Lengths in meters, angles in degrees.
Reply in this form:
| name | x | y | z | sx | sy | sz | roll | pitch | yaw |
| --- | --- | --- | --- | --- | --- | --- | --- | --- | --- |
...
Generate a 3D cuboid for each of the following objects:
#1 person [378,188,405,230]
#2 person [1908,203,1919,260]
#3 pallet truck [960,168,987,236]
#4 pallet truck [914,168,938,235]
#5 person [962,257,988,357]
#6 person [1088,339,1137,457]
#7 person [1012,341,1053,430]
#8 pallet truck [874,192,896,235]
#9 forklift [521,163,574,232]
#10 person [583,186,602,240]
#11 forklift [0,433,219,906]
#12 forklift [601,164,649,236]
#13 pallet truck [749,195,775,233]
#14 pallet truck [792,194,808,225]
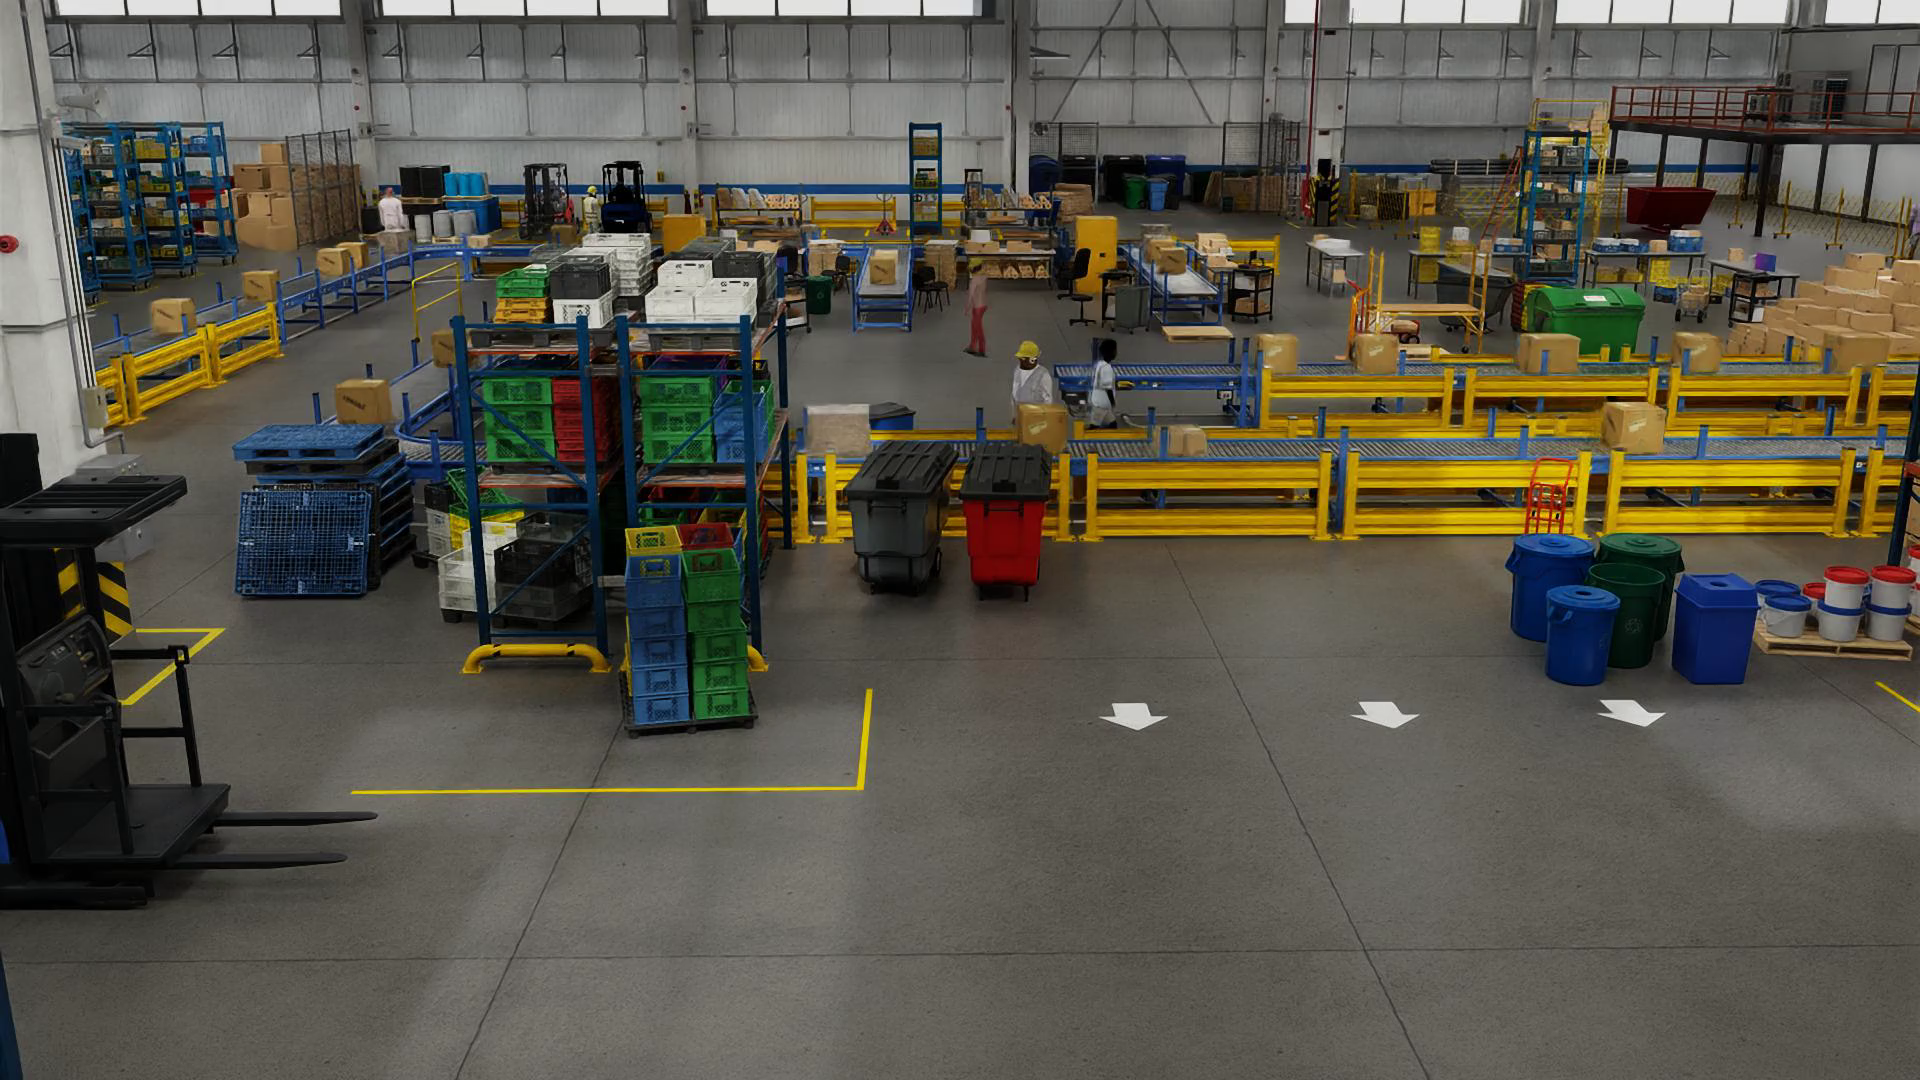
| name | x | y | z | sx | sy | sz | roll | pitch | yaw |
| --- | --- | --- | --- | --- | --- | --- | --- | --- | --- |
| person | -14.906 | -8.333 | 43.833 | 0.679 | 1.864 | 0.933 | 1 | 16 | 3 |
| person | 23.859 | -7.668 | 41.238 | 0.607 | 2.034 | 0.396 | 11 | 19 | 33 |
| pallet truck | 0.383 | -10.230 | 50.206 | 0.823 | 1.965 | 1.885 | -1 | 16 | -3 |
| pallet truck | -0.989 | -10.316 | 50.507 | 0.823 | 1.965 | 1.885 | 1 | 16 | 3 |
| person | 0.204 | -4.117 | 29.379 | 0.637 | 1.746 | 0.553 | 8 | 18 | 25 |
| person | 1.896 | -1.759 | 21.380 | 0.882 | 1.640 | 0.547 | 0 | 16 | 1 |
| person | 0.844 | -1.513 | 20.208 | 0.404 | 1.829 | 0.591 | -15 | 22 | -42 |
| pallet truck | -2.277 | -9.986 | 50.594 | 0.653 | 1.274 | 1.630 | 0 | 16 | -1 |
| forklift | -12.233 | -10.122 | 49.298 | 1.157 | 1.987 | 2.680 | 0 | 16 | -1 |
| person | -9.906 | -8.652 | 45.015 | 0.600 | 1.832 | 0.404 | 11 | 19 | 34 |
| forklift | -5.952 | 0.780 | 10.366 | 1.873 | 2.768 | 1.129 | 0 | 16 | -1 |
| forklift | -9.948 | -10.127 | 49.296 | 1.157 | 1.987 | 2.680 | -1 | 16 | -3 |
| pallet truck | -6.051 | -9.967 | 50.660 | 0.680 | 1.201 | 1.601 | 0 | 16 | -1 |
| pallet truck | -4.814 | -9.883 | 50.259 | 0.704 | 1.261 | 1.522 | -1 | 16 | -3 |
